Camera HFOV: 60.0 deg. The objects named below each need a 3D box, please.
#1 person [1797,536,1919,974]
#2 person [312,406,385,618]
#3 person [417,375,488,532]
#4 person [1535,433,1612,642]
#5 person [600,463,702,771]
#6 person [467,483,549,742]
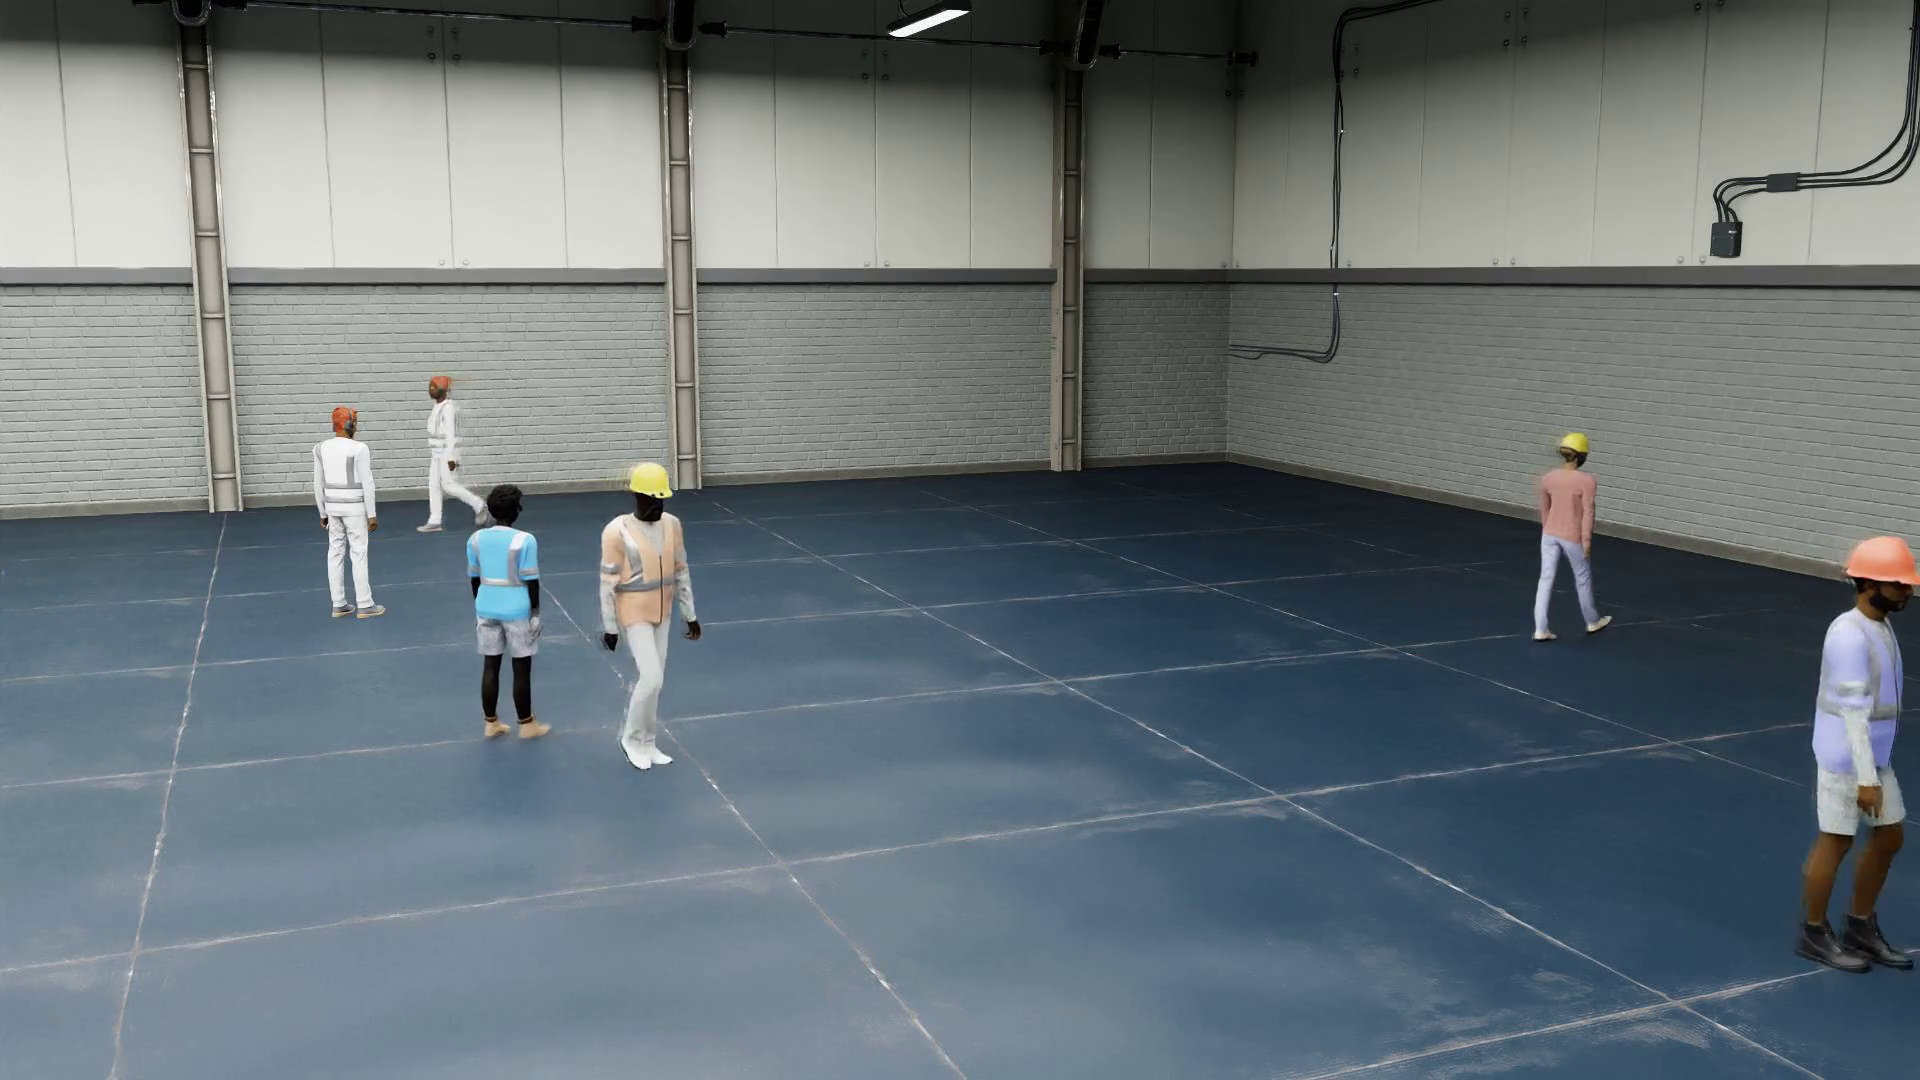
[{"bbox_3d":[3.951,0.939,7.194,0.553,1.931,0.463,-8,12,-42],"label":"person"},{"bbox_3d":[-5.427,-0.245,14.739,0.572,1.886,0.358,3,9,17],"label":"person"},{"bbox_3d":[-6.051,-1.028,19.750,0.790,1.861,0.583,-5,11,-30],"label":"person"},{"bbox_3d":[5.106,-0.028,13.848,0.870,1.721,0.551,-7,11,-36],"label":"person"},{"bbox_3d":[-1.906,0.466,10.218,0.453,1.903,0.582,6,11,32],"label":"person"},{"bbox_3d":[-2.945,0.474,10.822,0.541,1.695,0.318,3,10,21],"label":"person"}]
